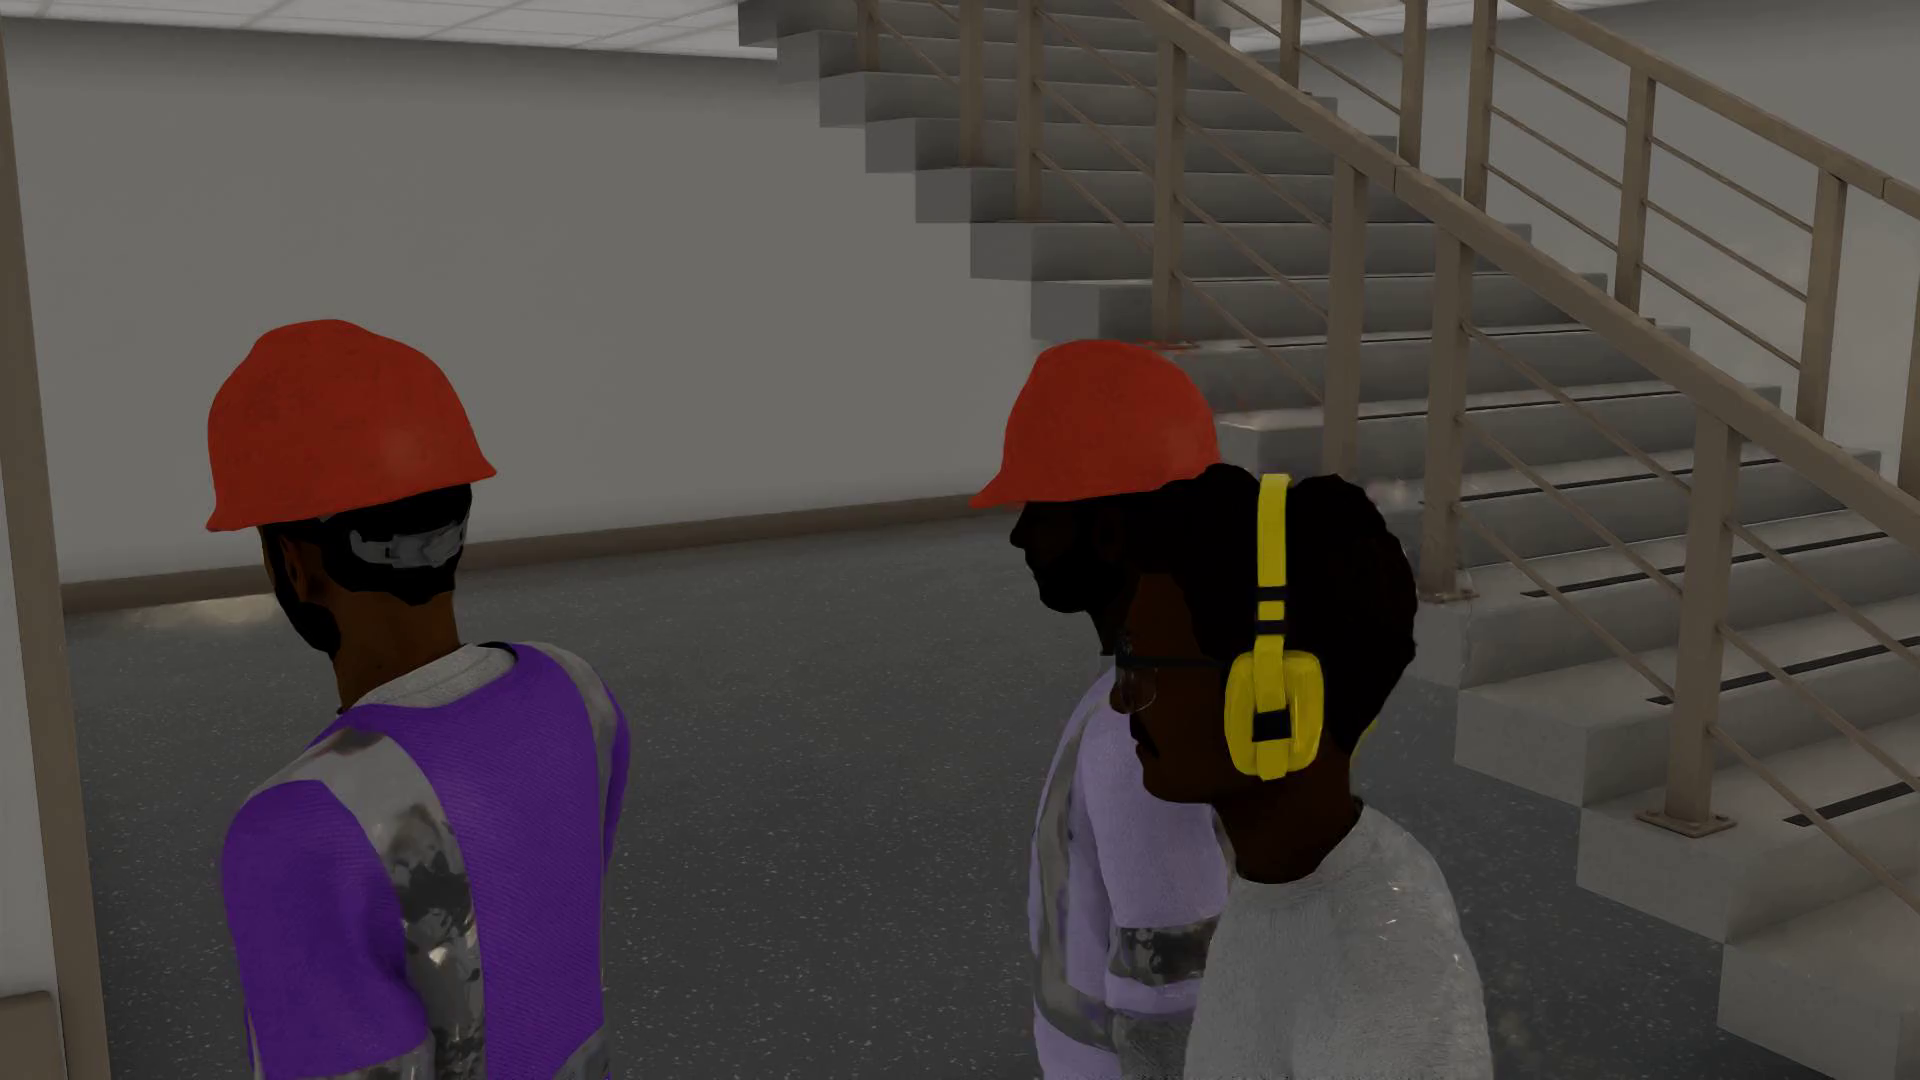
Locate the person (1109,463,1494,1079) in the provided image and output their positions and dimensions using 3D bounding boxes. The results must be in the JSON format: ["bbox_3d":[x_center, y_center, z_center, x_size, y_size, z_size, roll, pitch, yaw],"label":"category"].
[{"bbox_3d":[0.200,0.847,1.472,0.916,1.823,0.534,2,11,11],"label":"person"}]

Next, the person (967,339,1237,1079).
[{"bbox_3d":[0.161,0.698,2.082,0.990,1.879,0.571,4,11,19],"label":"person"}]

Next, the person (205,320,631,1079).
[{"bbox_3d":[-0.541,0.749,1.697,0.376,1.932,0.543,3,11,14],"label":"person"}]
